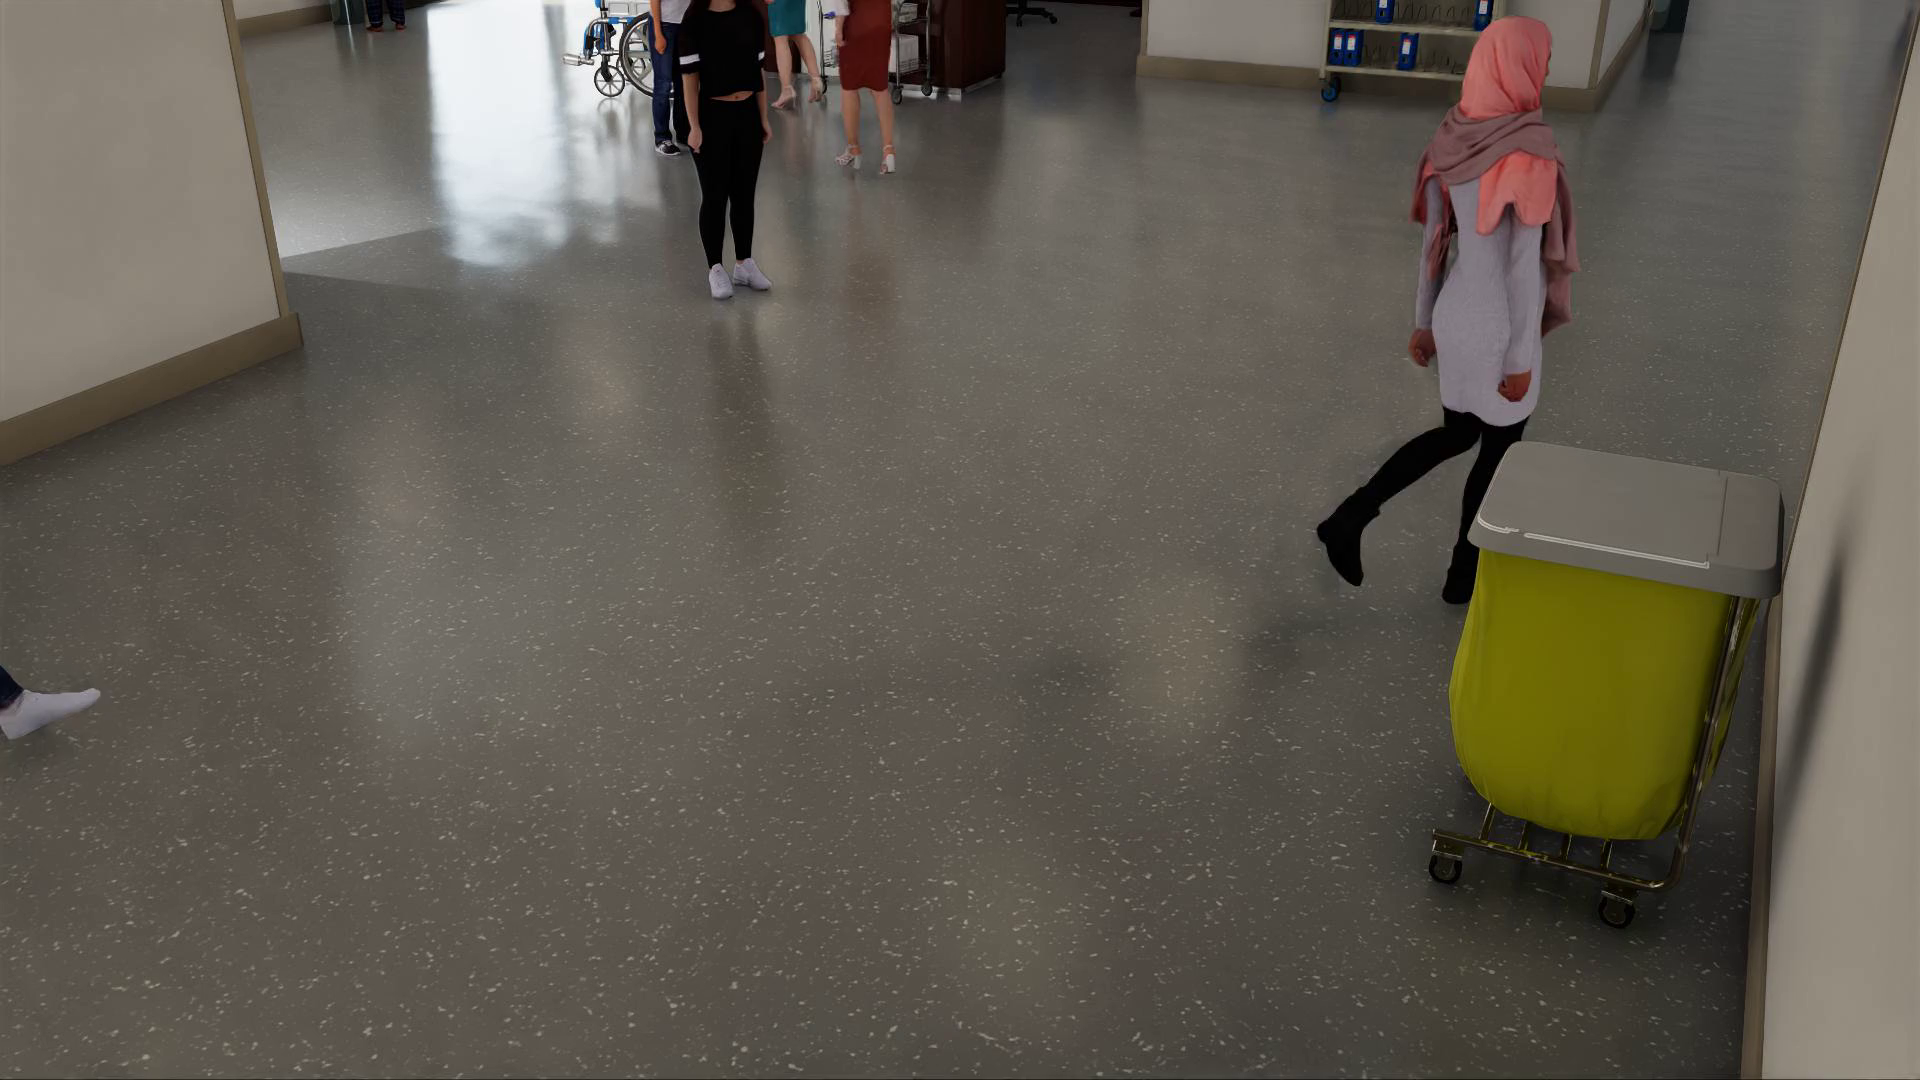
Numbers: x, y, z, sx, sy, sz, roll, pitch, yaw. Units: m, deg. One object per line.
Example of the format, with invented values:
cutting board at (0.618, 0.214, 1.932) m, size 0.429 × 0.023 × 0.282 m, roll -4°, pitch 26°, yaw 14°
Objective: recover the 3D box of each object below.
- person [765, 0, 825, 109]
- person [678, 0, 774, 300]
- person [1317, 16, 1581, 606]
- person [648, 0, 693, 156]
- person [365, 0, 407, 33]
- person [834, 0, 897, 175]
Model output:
person at (-1.231, -3.986, 12.017) m, size 0.590 × 1.685 × 0.588 m, roll 15°, pitch 30°, yaw 29°
person at (-1.107, -1.990, 7.930) m, size 0.707 × 1.639 × 0.732 m, roll -17°, pitch 31°, yaw -32°
person at (1.447, -0.580, 4.835) m, size 1.051 × 1.788 × 0.988 m, roll -9°, pitch 27°, yaw -17°
person at (-1.867, -3.320, 10.778) m, size 0.593 × 1.562 × 0.592 m, roll 20°, pitch 32°, yaw 35°
person at (-5.408, -5.628, 15.260) m, size 0.767 × 1.825 × 0.800 m, roll -13°, pitch 29°, yaw -25°
person at (-0.588, -3.070, 10.067) m, size 0.819 × 1.729 × 0.914 m, roll -11°, pitch 28°, yaw -22°
